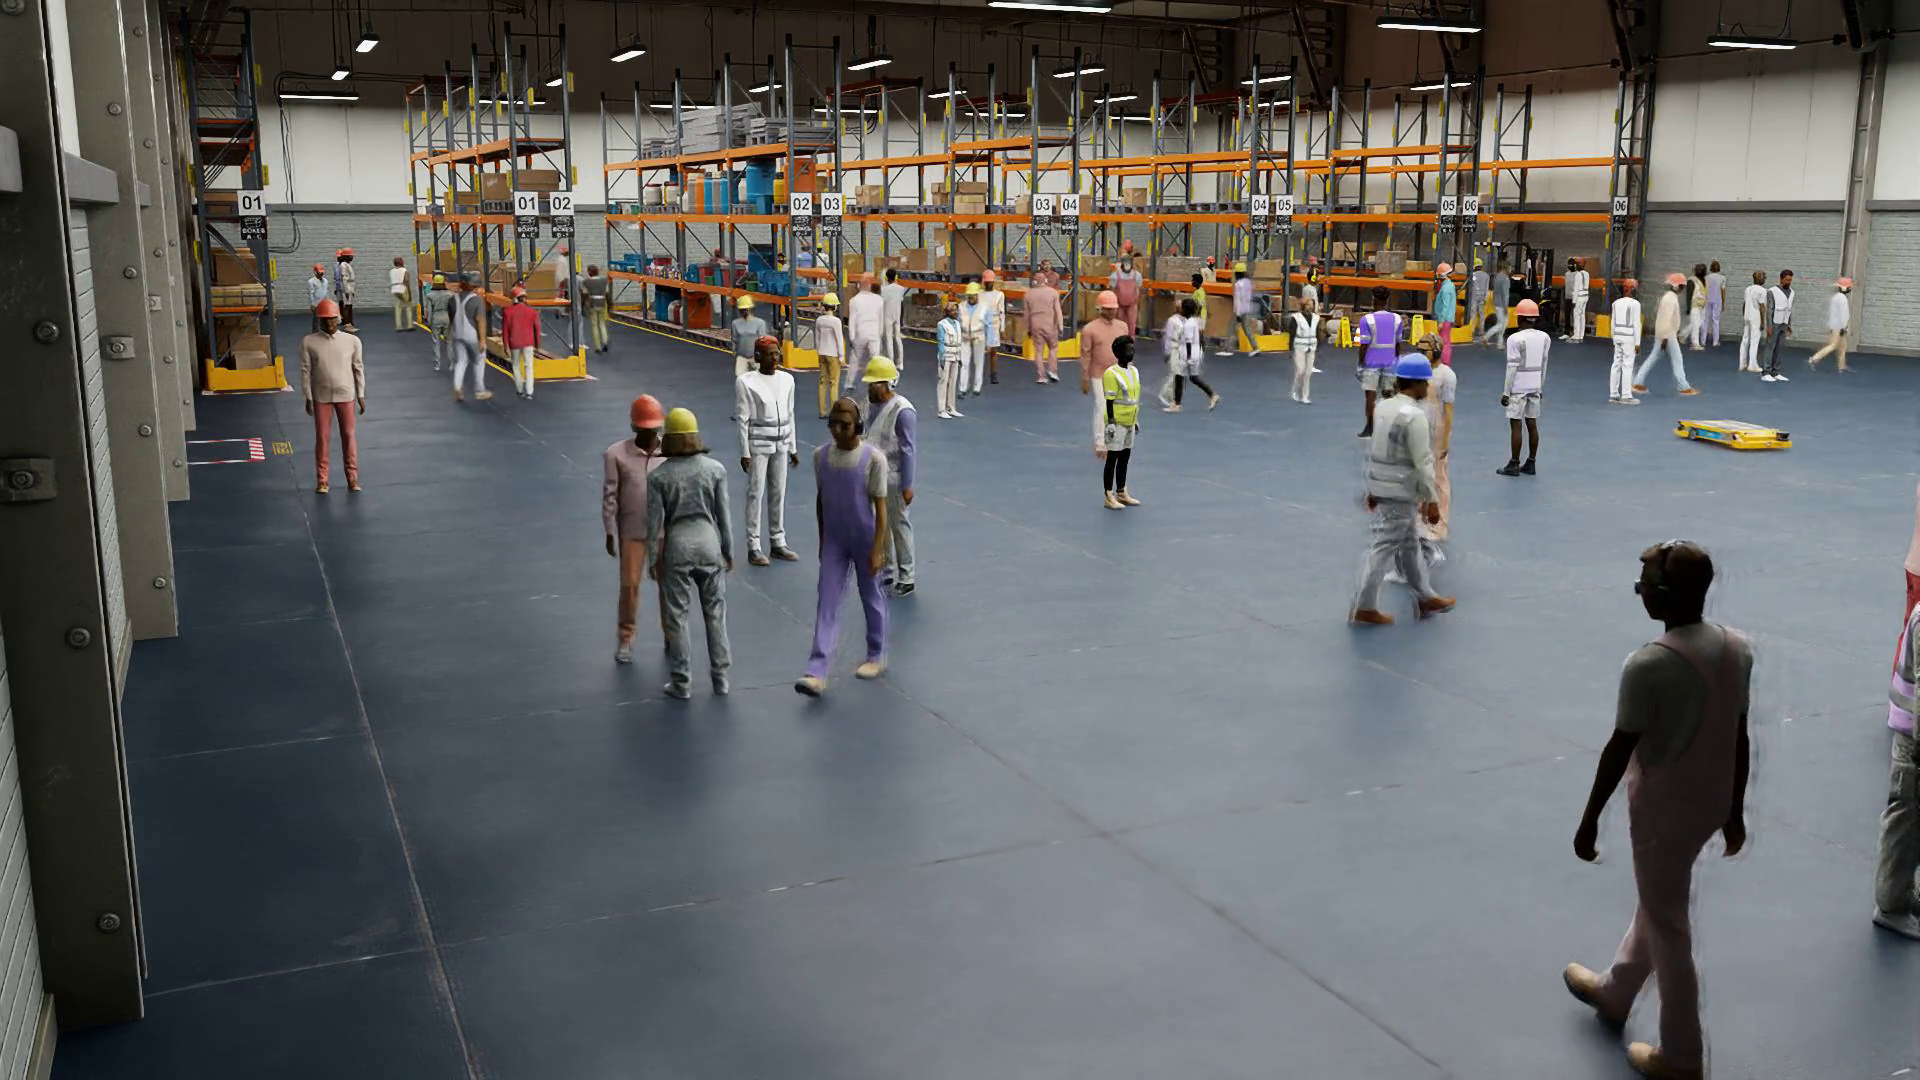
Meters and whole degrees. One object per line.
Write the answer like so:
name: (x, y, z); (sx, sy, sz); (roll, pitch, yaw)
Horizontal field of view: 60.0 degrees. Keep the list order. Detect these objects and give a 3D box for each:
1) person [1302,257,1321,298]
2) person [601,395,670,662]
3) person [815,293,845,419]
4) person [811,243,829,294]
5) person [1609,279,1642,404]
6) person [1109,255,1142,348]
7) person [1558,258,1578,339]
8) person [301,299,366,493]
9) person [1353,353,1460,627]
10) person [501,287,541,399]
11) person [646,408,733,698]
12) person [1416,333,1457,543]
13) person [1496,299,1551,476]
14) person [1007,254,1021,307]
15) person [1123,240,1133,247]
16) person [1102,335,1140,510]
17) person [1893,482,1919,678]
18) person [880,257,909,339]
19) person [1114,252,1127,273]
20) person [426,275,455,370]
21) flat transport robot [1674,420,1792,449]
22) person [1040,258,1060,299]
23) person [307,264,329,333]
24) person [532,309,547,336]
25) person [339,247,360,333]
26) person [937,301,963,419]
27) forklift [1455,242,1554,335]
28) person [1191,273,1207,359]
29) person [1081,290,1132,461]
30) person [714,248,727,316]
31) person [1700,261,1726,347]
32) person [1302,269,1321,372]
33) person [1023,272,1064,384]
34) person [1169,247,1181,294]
person: (9.452, -6.756, 44.763); (0.555, 1.694, 0.942); (-1, 11, -4)
person: (-1.995, -0.081, 10.726); (0.612, 1.733, 0.376); (-3, 12, -16)
person: (-1.801, -2.559, 23.235); (0.522, 1.769, 0.317); (11, 16, 44)
person: (-4.467, -8.477, 52.902); (0.595, 1.925, 0.370); (-4, 12, -19)
person: (10.093, -3.000, 25.182); (0.355, 1.883, 0.574); (-4, 12, -18)
person: (3.518, -5.064, 35.266); (0.705, 2.000, 1.049); (1, 11, 3)
person: (13.943, -5.492, 37.930); (0.328, 1.857, 0.506); (-5, 12, -26)
person: (-6.462, -1.483, 17.182); (0.613, 1.995, 0.391); (-4, 12, -21)
person: (3.173, -0.334, 11.547); (0.921, 1.906, 0.654); (-1, 11, -7)
person: (-6.824, -3.063, 25.879); (0.598, 1.722, 0.715); (-3, 12, -16)
person: (-1.614, 0.078, 9.922); (0.499, 1.731, 0.332); (-4, 12, -19)
person: (4.136, -0.902, 14.642); (0.341, 1.838, 0.508); (-5, 12, -24)
person: (6.181, -1.668, 18.264); (0.545, 1.942, 0.349); (-5, 12, -24)
person: (1.616, -7.982, 51.197); (0.498, 1.612, 0.507); (-7, 13, -30)
person: (5.307, -8.455, 52.538); (0.409, 2.035, 0.601); (-5, 12, -25)
person: (1.581, -1.149, 16.244); (0.318, 1.700, 0.535); (8, 14, 35)
person: (5.405, 0.203, 9.201); (0.313, 1.769, 0.525); (3, 12, 17)
person: (-1.661, -5.556, 38.214); (0.932, 1.870, 0.653); (5, 12, 23)
person: (4.698, -7.513, 48.514); (0.586, 1.730, 0.362); (7, 13, 32)
person: (-9.565, -4.008, 30.658); (0.494, 1.743, 0.305); (-3, 11, -14)
flat transport robot: (9.673, -1.338, 20.844); (0.652, 0.197, 1.431); (-2, 11, -11)
person: (1.852, -5.114, 35.870); (0.652, 1.904, 0.403); (-2, 11, -12)
person: (-14.221, -5.264, 37.013); (0.343, 1.749, 0.572); (5, 12, 23)
person: (-9.956, -5.616, 39.081); (0.305, 1.645, 0.522); (-9, 14, -38)
person: (-14.766, -6.036, 40.199); (0.381, 2.045, 0.605); (-2, 11, -9)
person: (-0.148, -2.536, 23.438); (0.311, 1.642, 0.512); (7, 13, 33)
forklift: (13.047, -6.049, 39.881); (2.313, 2.155, 1.214); (-5, 12, -23)
person: (4.702, -4.417, 32.884); (0.327, 1.686, 0.539); (-1, 11, -5)
person: (1.727, -1.940, 19.572); (0.632, 2.001, 0.523); (-5, 12, -26)
person: (-6.760, -7.231, 46.682); (0.355, 1.883, 0.574); (1, 11, 5)
person: (16.272, -5.104, 35.969); (0.505, 1.847, 0.344); (7, 13, 33)
person: (6.371, -3.978, 30.203); (0.329, 1.865, 0.507); (-1, 11, -7)
person: (1.443, -3.602, 28.273); (0.724, 1.867, 0.658); (3, 12, 17)
person: (7.349, -9.167, 56.960); (0.580, 1.707, 0.708); (0, 11, -1)
